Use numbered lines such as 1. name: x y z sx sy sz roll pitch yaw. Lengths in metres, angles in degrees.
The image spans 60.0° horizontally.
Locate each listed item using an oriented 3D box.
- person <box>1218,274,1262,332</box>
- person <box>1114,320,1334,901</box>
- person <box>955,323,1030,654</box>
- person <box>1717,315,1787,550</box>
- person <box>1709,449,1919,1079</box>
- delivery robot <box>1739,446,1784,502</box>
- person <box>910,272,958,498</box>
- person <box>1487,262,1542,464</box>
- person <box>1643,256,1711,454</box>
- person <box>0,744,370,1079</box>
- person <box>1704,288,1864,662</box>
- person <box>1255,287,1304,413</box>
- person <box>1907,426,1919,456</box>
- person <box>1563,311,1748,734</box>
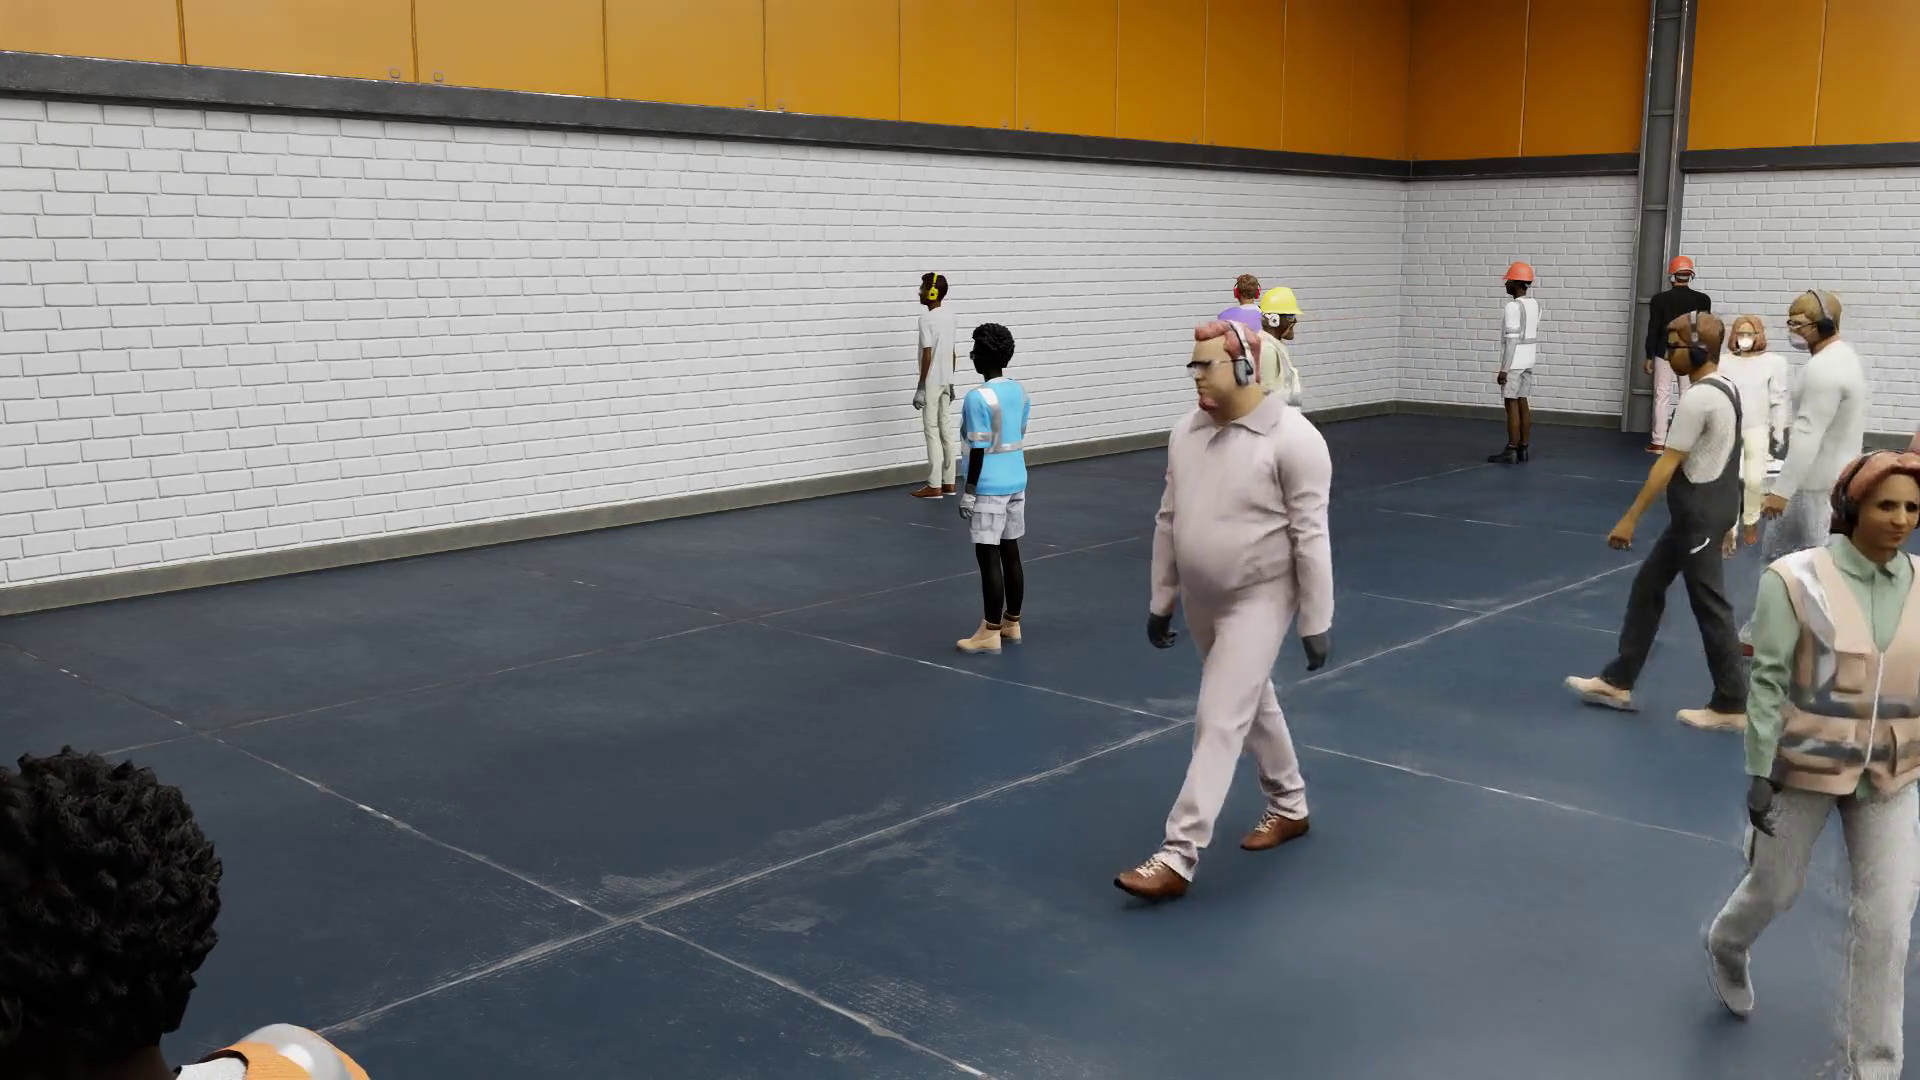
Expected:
1. person: 2.531 -1.416 14.690 0.563 1.848 0.390 -2 10 -11
2. person: 0.872 0.207 5.466 1.031 1.845 0.645 -7 12 -34
3. person: 0.168 -0.263 8.561 0.318 1.697 0.535 5 11 28
4. person: 5.357 -0.727 11.394 0.530 1.620 0.341 7 12 36
5. person: 2.153 0.560 4.125 0.512 1.609 0.755 1 10 3
6. delivery robot: 6.270 -0.557 13.213 0.477 0.478 0.707 -1 10 -8
7. person: -0.218 -1.283 13.859 0.316 1.875 0.531 6 12 32
8. person: 5.358 -1.702 16.053 0.346 1.942 0.550 9 14 43
9. person: 7.224 -1.858 16.794 0.625 1.990 0.394 1 10 4
10. person: -0.660 0.998 1.397 0.320 1.694 0.531 3 10 16
11. person: 4.196 -0.256 7.991 0.918 1.896 0.629 5 11 25
12. person: 2.044 -0.746 10.957 0.403 1.825 0.591 2 10 10
13. person: 4.957 -0.289 8.239 0.638 1.850 0.978 -5 11 -25
14. person: 3.054 -0.083 7.218 0.898 1.798 0.496 6 11 29
